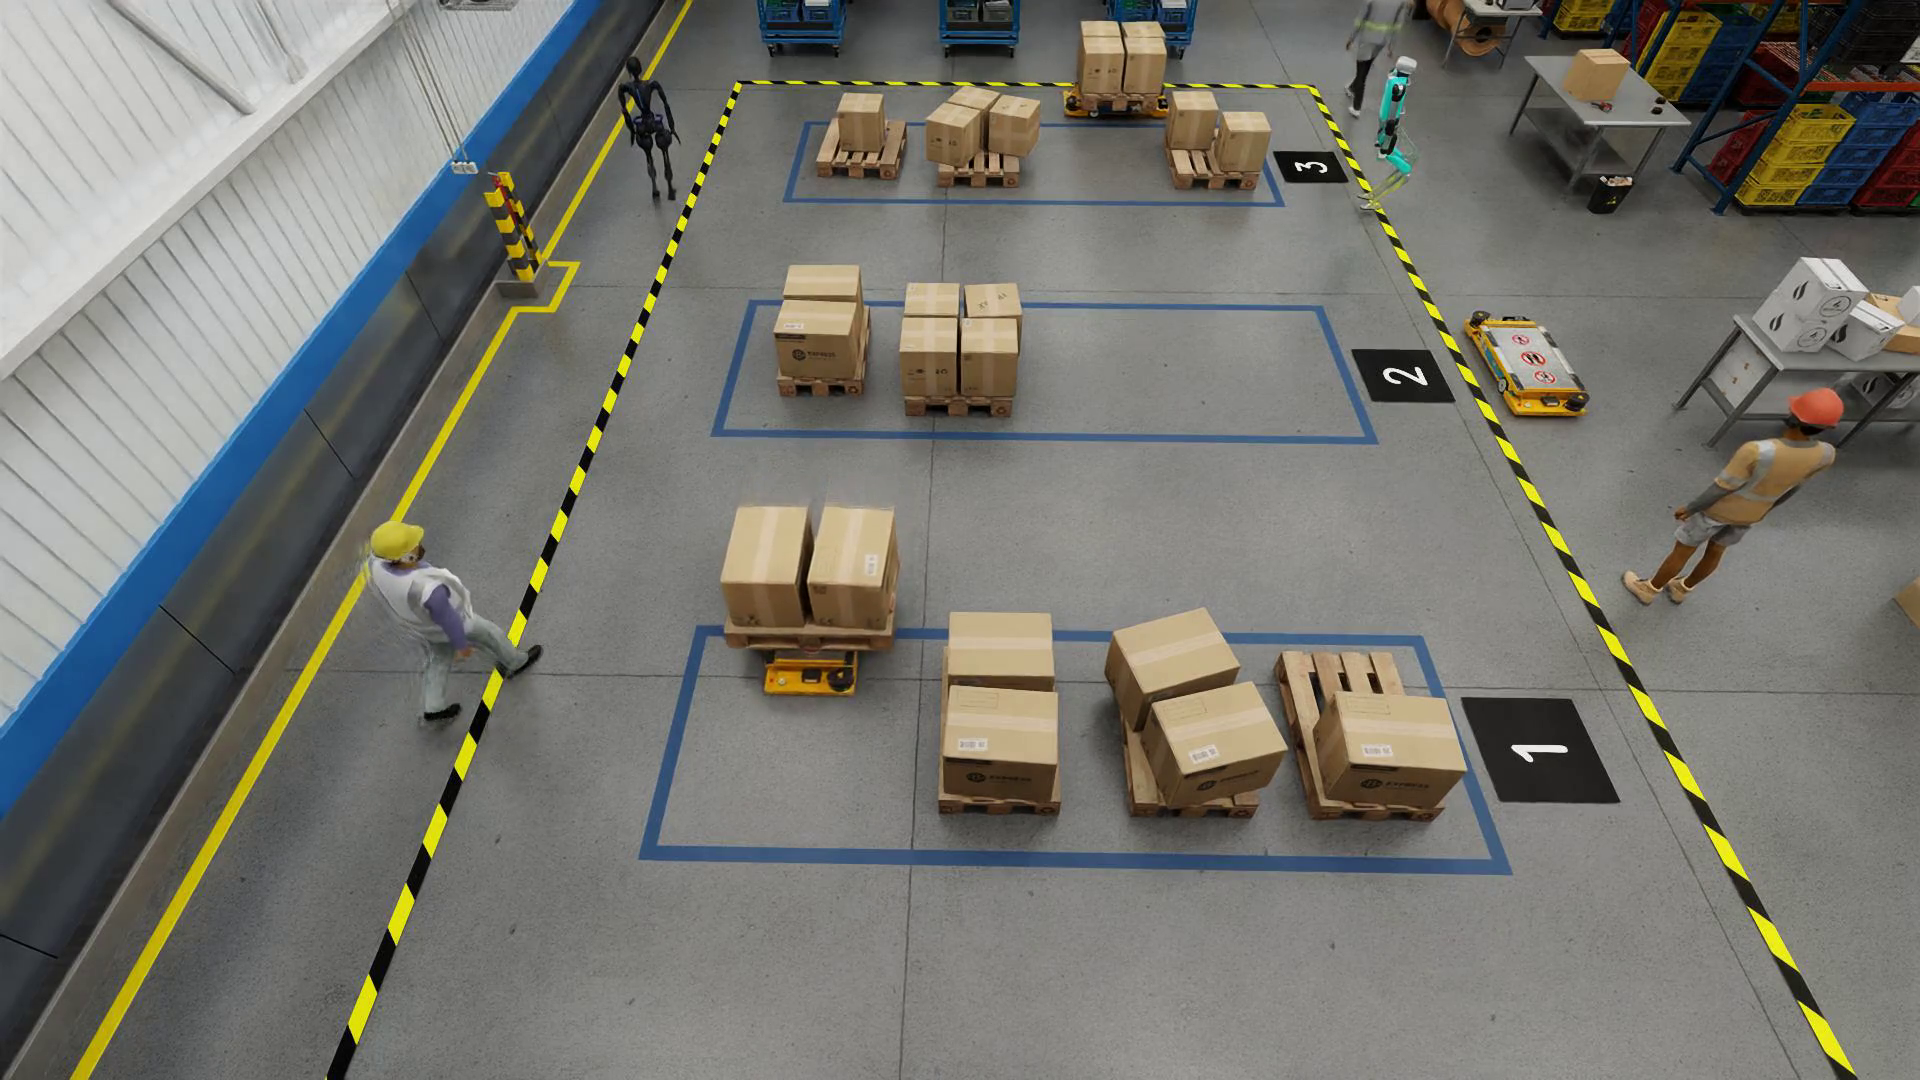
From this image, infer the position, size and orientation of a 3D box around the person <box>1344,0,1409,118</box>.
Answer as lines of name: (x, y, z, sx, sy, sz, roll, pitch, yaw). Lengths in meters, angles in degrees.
person: (5.560, -6.768, 12.377, 0.608, 1.796, 0.956, 1, 49, 1)

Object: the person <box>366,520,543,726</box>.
person: (-3.463, 0.539, 6.055, 0.587, 1.796, 0.871, 19, 52, 16)

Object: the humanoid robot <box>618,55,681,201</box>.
humanoid robot: (-3.614, -4.798, 10.752, 0.584, 1.643, 0.386, -6, 49, -5)

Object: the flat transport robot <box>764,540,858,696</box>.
flat transport robot: (-1.080, 0.533, 7.054, 0.652, 0.197, 1.431, 1, 49, 1)

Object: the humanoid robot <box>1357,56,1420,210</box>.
humanoid robot: (5.030, -4.588, 10.444, 0.735, 1.677, 0.533, 10, 50, 8)

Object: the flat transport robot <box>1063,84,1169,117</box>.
flat transport robot: (2.184, -6.201, 12.882, 1.431, 0.197, 0.652, 1, 49, 1)

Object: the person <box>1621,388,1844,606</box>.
person: (5.530, -0.254, 6.581, 0.604, 2.045, 0.374, 1, 49, 0)

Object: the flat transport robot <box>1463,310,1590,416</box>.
flat transport robot: (5.573, -1.757, 9.054, 0.659, 0.231, 1.431, 1, 49, 1)
